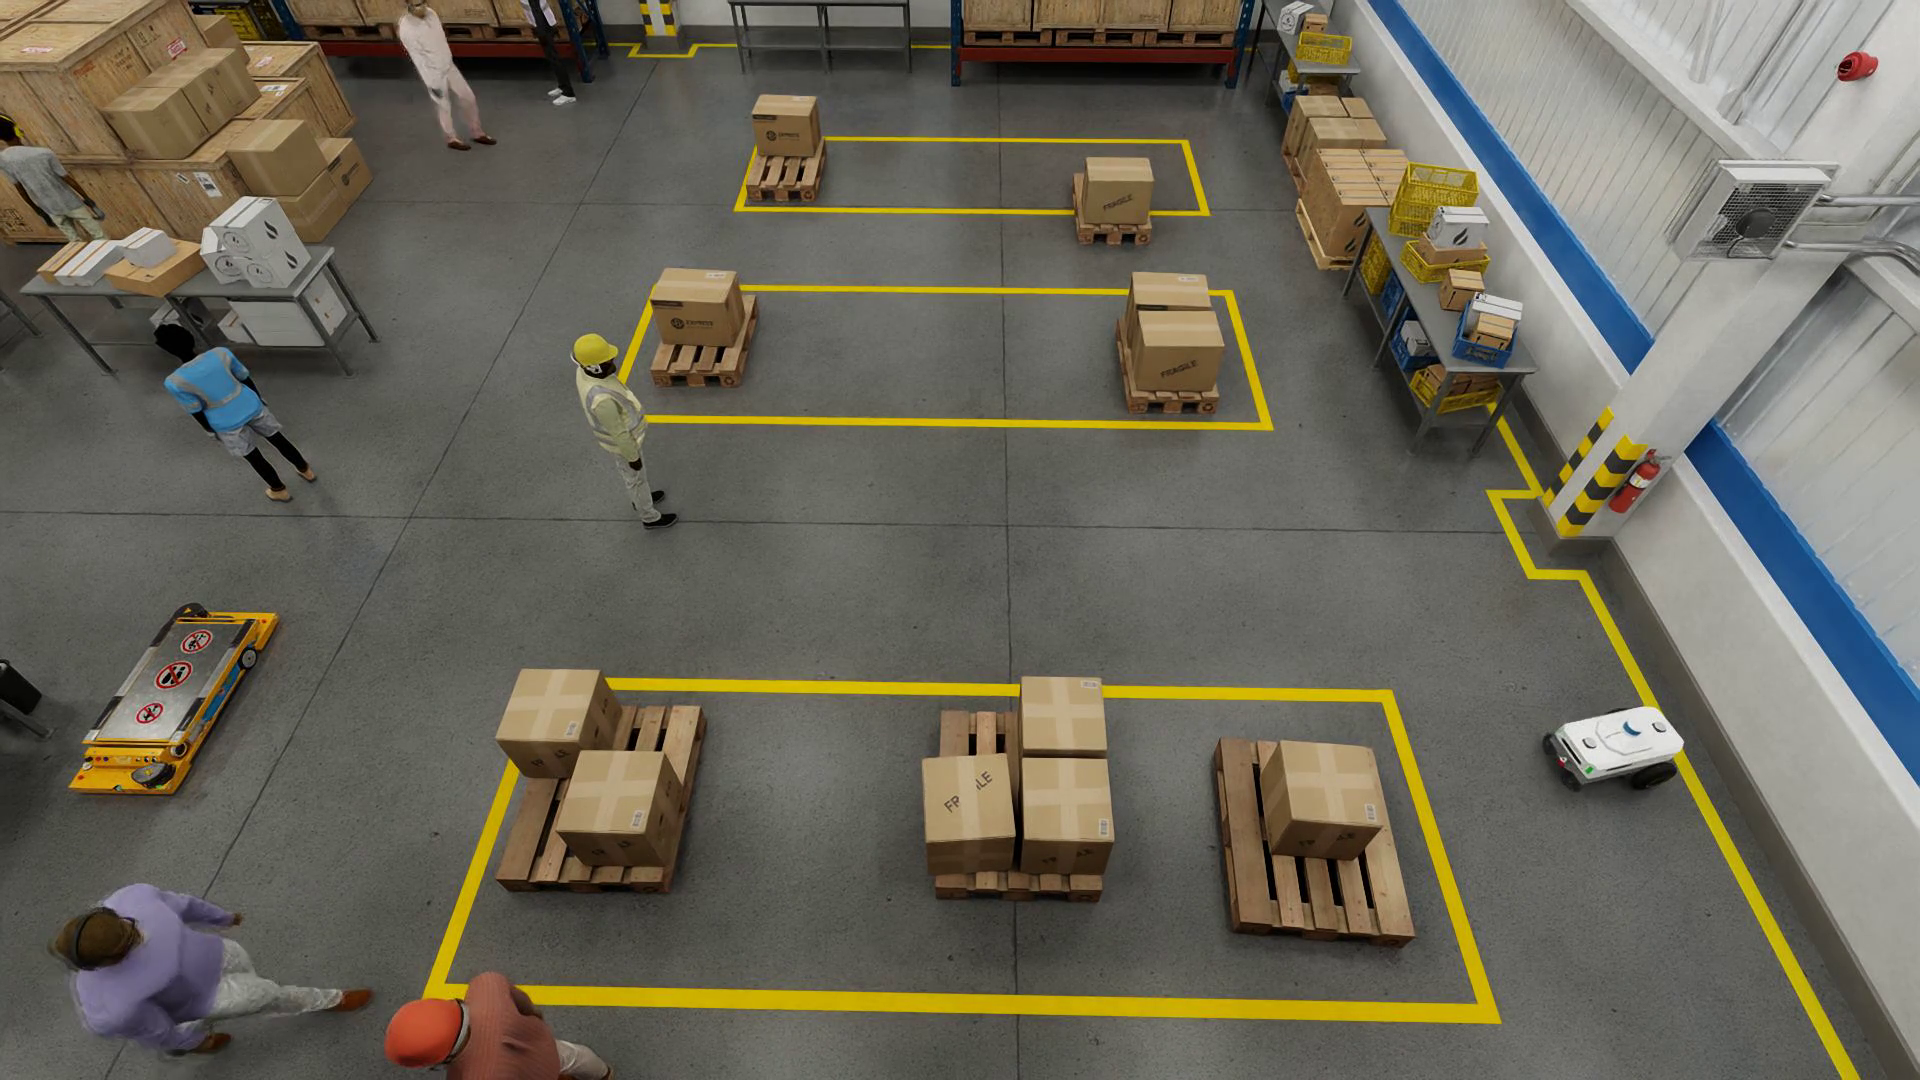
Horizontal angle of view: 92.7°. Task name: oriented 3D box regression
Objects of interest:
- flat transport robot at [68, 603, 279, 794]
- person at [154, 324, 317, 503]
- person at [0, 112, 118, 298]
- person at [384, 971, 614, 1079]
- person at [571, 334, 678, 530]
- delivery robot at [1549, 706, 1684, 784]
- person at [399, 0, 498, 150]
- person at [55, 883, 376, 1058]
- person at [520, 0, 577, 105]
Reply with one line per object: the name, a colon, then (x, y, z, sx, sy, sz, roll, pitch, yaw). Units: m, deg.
flat transport robot: (-5.504, 1.072, 6.442, 0.652, 0.197, 1.431, 1, 50, 1)
person: (-5.739, -0.994, 7.260, 0.318, 1.700, 0.535, 20, 53, 16)
person: (-8.878, -3.286, 9.101, 0.514, 1.860, 0.320, -18, 52, -15)
person: (-2.021, 2.430, 4.173, 0.401, 1.989, 0.623, -10, 50, -8)
person: (-2.579, -0.815, 7.022, 0.404, 1.831, 0.600, -23, 54, -19)
delivery robot: (4.281, 1.324, 5.985, 0.707, 0.478, 0.477, -10, 50, -8)
person: (-6.248, -5.654, 11.092, 0.737, 1.873, 0.687, 10, 50, 8)
person: (-3.786, 2.171, 4.460, 0.879, 1.902, 0.677, -15, 51, -12)
person: (-5.479, -6.744, 11.992, 0.389, 1.910, 0.590, -20, 53, -16)
